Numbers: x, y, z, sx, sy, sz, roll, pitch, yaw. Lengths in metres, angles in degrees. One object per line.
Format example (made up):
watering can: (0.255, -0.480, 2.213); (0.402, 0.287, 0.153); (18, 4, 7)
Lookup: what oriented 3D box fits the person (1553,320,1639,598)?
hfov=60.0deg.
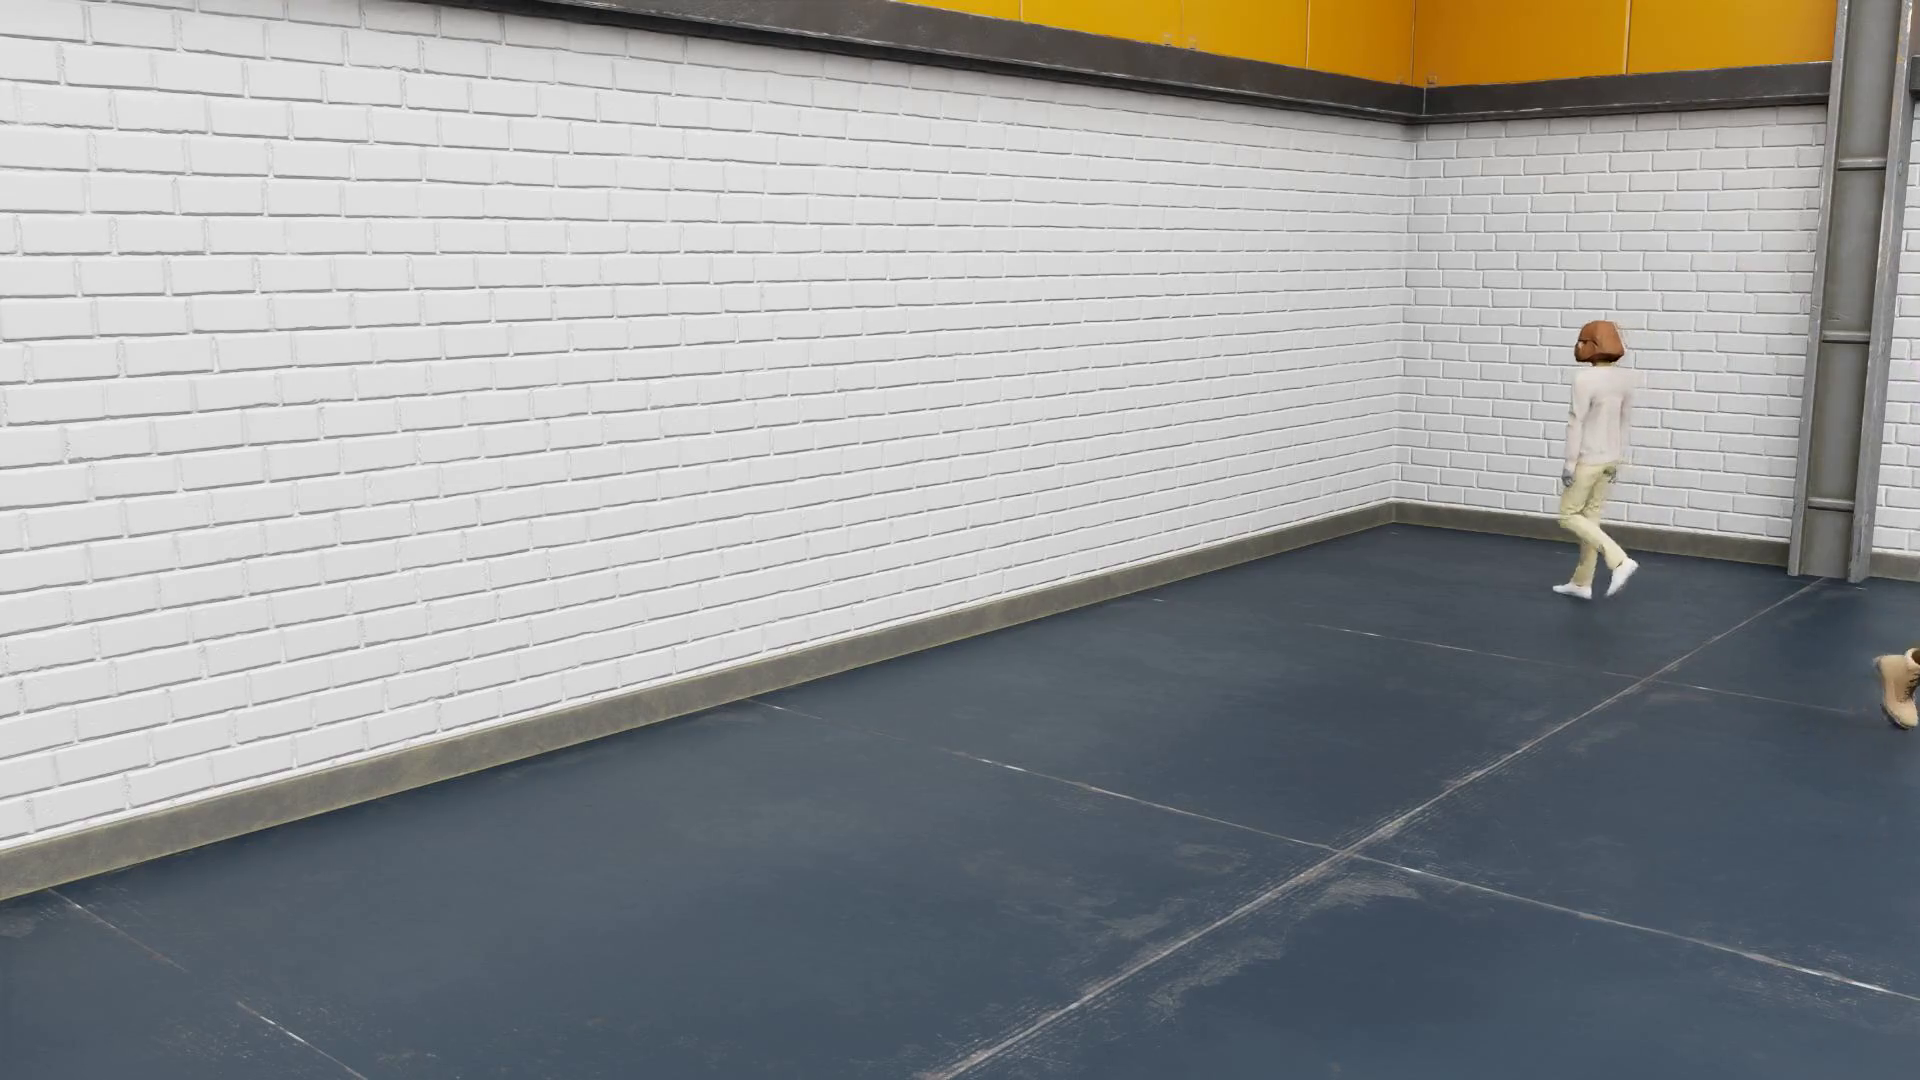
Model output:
person: (3.647, -0.438, 9.471); (0.512, 1.614, 0.503); (-8, 12, -37)

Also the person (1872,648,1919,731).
person: (4.118, -0.108, 6.466); (0.618, 2.023, 0.850); (-5, 11, -28)
